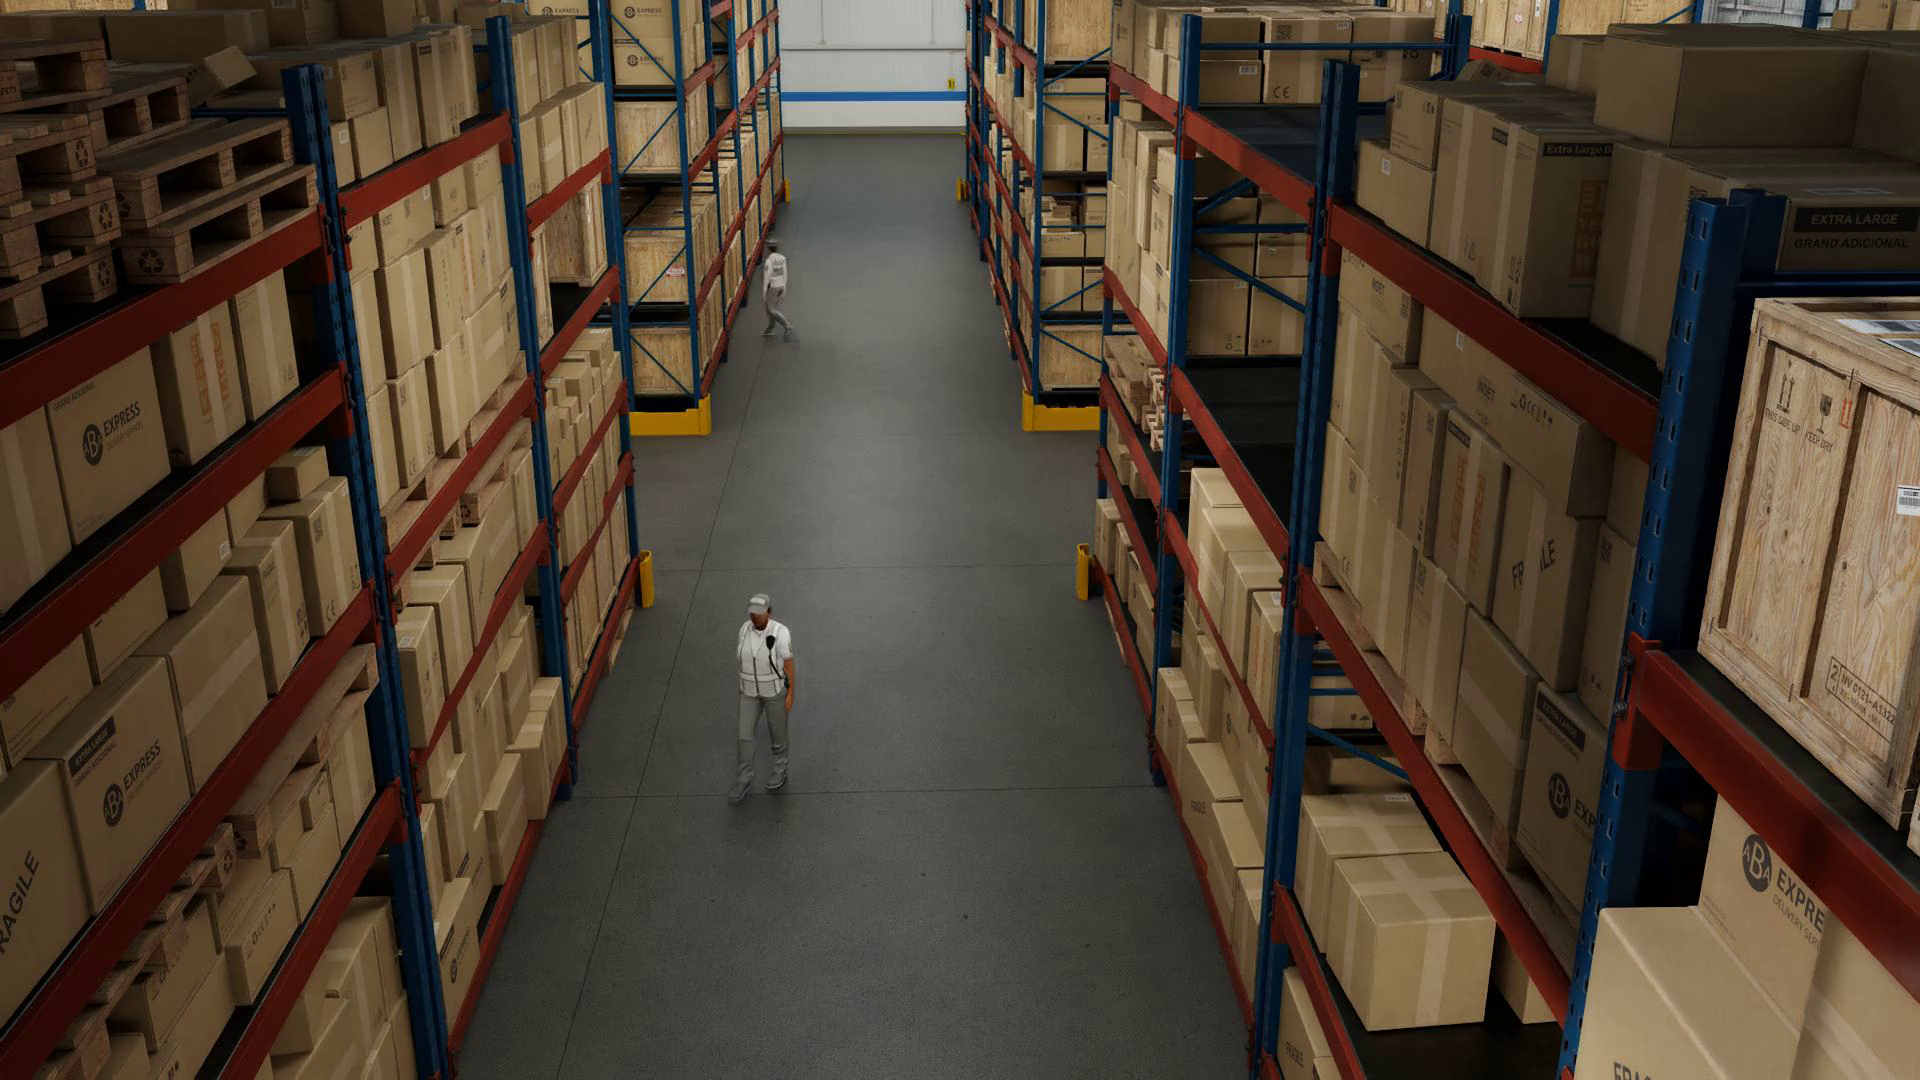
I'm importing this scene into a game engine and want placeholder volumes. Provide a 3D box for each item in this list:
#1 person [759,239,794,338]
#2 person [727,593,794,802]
[{"bbox_3d":[-3.121,-4.211,27.931,0.777,1.661,0.506,11,23,28],"label":"person"},{"bbox_3d":[-1.580,1.261,13.239,0.484,1.665,0.640,4,21,12],"label":"person"}]
